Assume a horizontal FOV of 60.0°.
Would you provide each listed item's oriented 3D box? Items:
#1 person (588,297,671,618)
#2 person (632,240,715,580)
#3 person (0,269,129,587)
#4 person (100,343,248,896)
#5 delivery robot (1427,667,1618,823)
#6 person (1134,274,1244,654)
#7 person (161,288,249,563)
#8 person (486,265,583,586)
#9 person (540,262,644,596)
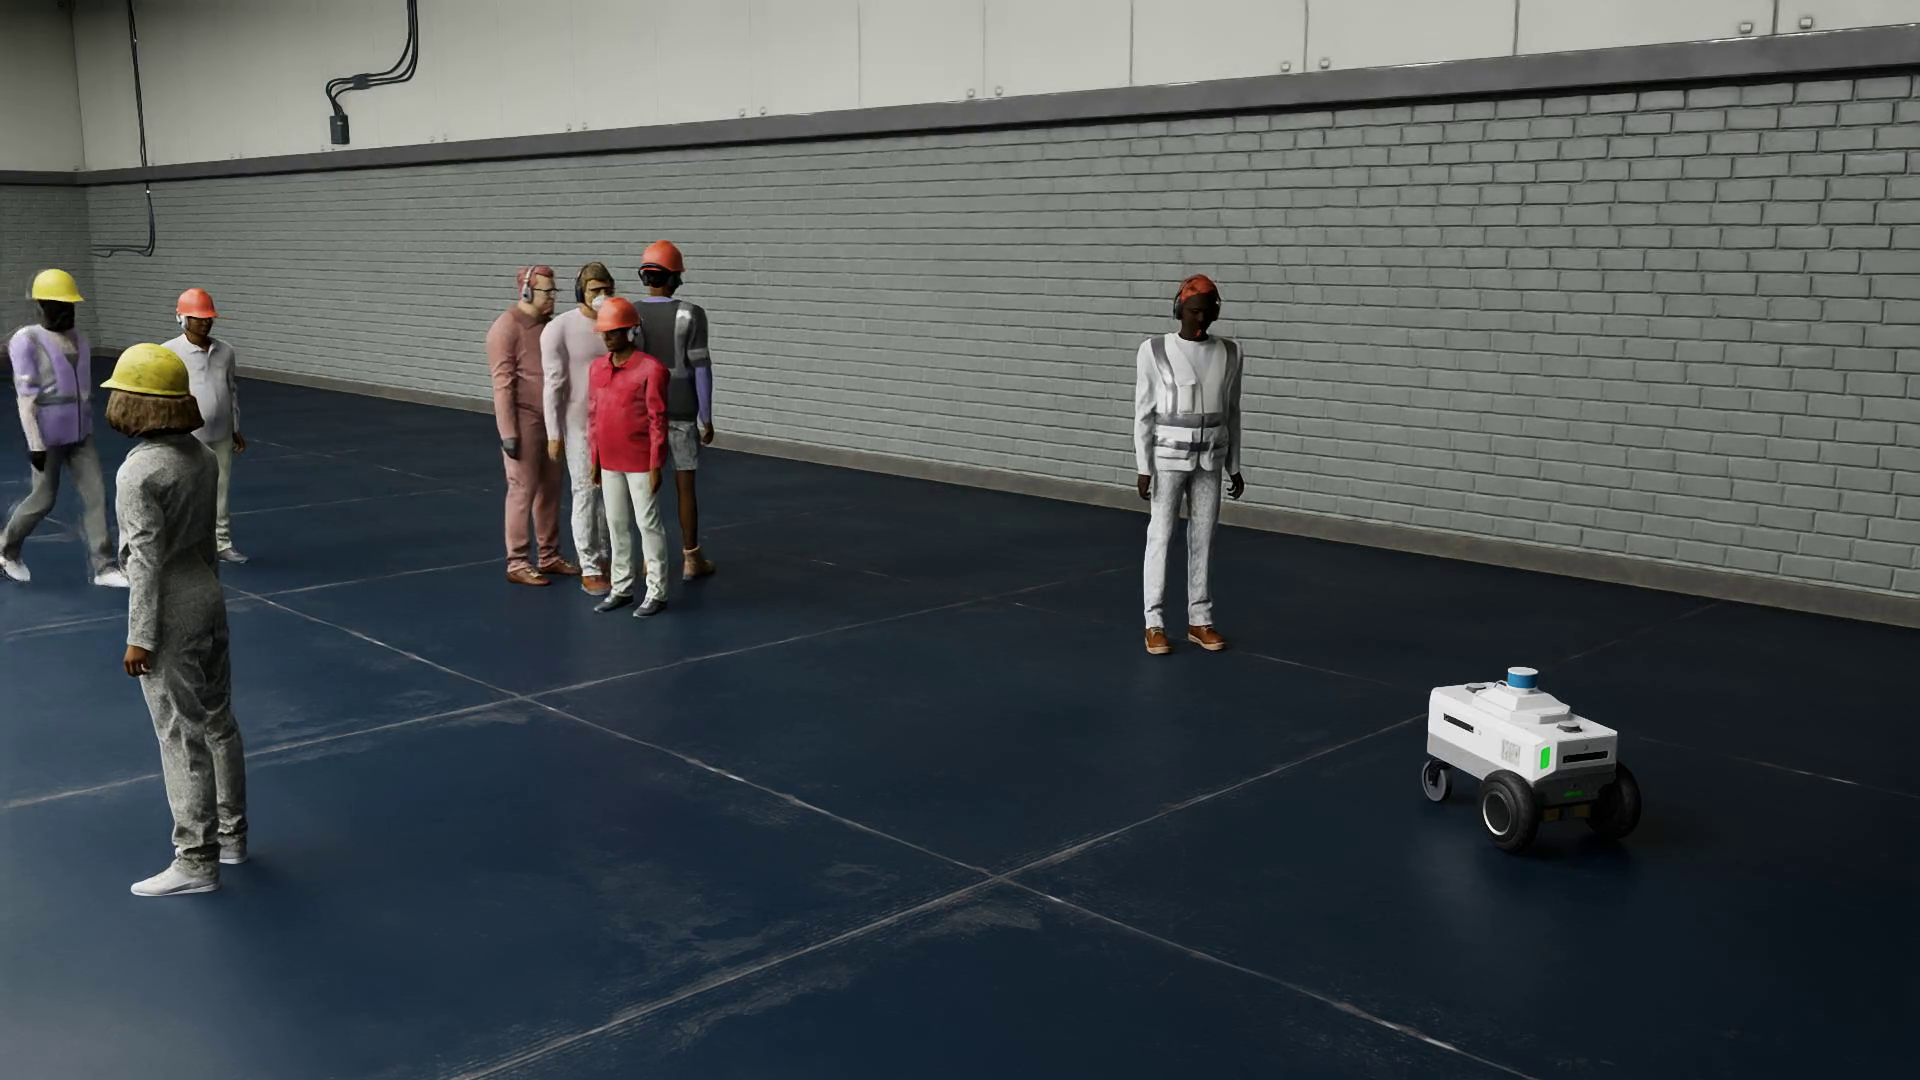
[{"bbox_3d":[-1.828,-0.450,9.096,0.565,1.745,0.348,7,12,32],"label":"person"},{"bbox_3d":[-1.774,-0.774,10.053,0.605,2.045,0.385,2,11,10],"label":"person"},{"bbox_3d":[-5.365,-0.647,9.802,0.898,1.894,0.583,3,11,16],"label":"person"},{"bbox_3d":[-2.503,0.252,5.277,0.290,1.746,0.487,0,10,0],"label":"person"},{"bbox_3d":[1.971,0.692,5.869,0.477,0.478,0.707,-4,11,-18],"label":"delivery robot"},{"bbox_3d":[1.145,-0.374,8.304,0.574,1.887,0.355,-3,11,-16],"label":"person"},{"bbox_3d":[-4.711,-0.689,10.385,0.343,1.749,0.573,5,12,27],"label":"person"},{"bbox_3d":[-2.529,-0.682,9.957,0.395,1.900,0.650,4,11,22],"label":"person"},{"bbox_3d":[-2.133,-0.647,9.699,0.650,1.928,0.529,-7,13,-34],"label":"person"}]
